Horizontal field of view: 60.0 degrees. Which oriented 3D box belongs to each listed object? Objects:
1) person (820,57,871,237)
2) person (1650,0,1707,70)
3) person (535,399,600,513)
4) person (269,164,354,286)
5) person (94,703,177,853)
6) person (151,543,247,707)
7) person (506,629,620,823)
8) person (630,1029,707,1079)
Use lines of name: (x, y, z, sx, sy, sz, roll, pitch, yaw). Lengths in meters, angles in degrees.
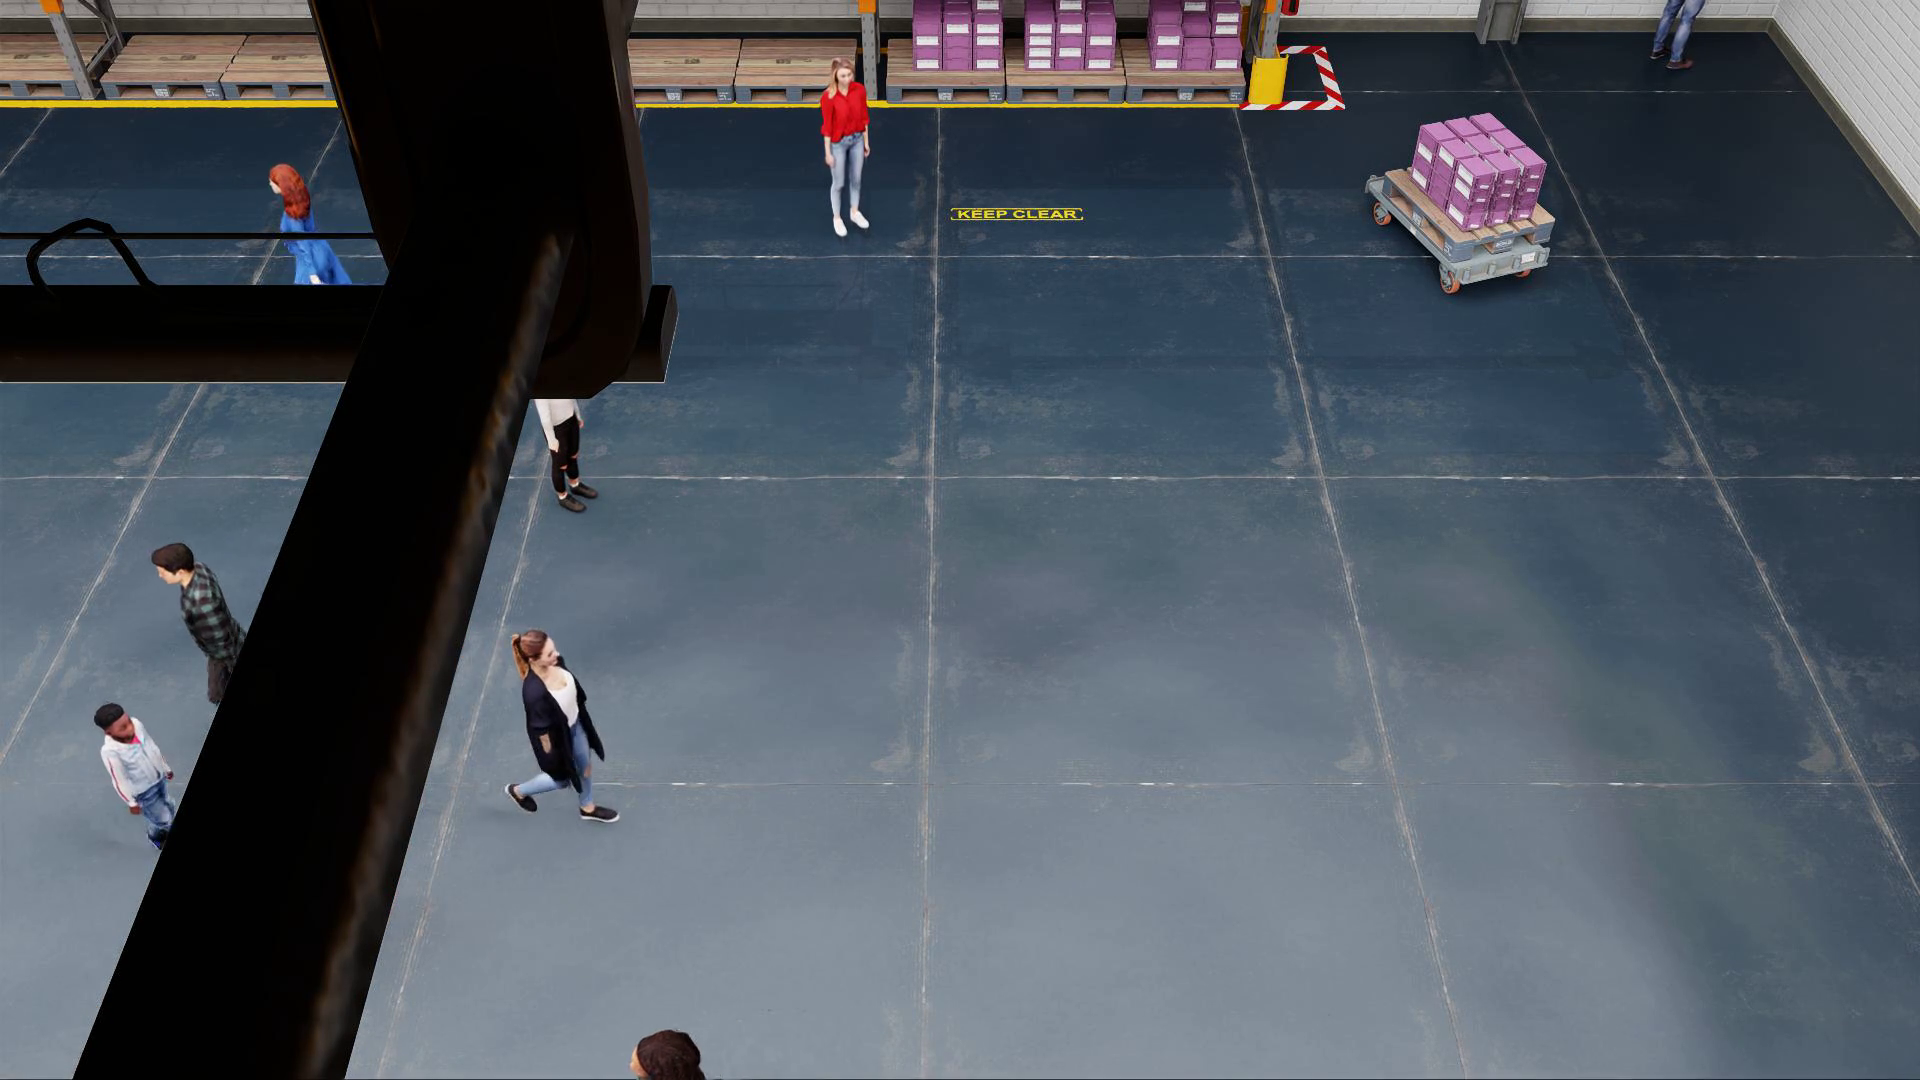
person: (-1.011, -3.502, 14.710, 0.645, 1.699, 0.761, -23, 48, -22)
person: (7.477, -5.747, 16.959, 0.669, 1.847, 0.717, -16, 46, -16)
person: (-2.909, -0.844, 12.076, 0.573, 1.483, 0.586, 14, 45, 15)
person: (-5.031, -2.174, 13.248, 1.101, 1.792, 0.662, -2, 44, -2)
person: (-4.900, 1.407, 9.877, 0.556, 1.257, 0.535, 10, 44, 10)
person: (-4.599, 0.631, 10.519, 0.773, 1.699, 0.781, -17, 46, -17)
person: (-2.467, 1.126, 9.874, 0.940, 1.668, 0.706, 7, 44, 7)
person: (-1.293, 2.850, 8.116, 0.995, 1.597, 0.612, -3, 44, -3)
